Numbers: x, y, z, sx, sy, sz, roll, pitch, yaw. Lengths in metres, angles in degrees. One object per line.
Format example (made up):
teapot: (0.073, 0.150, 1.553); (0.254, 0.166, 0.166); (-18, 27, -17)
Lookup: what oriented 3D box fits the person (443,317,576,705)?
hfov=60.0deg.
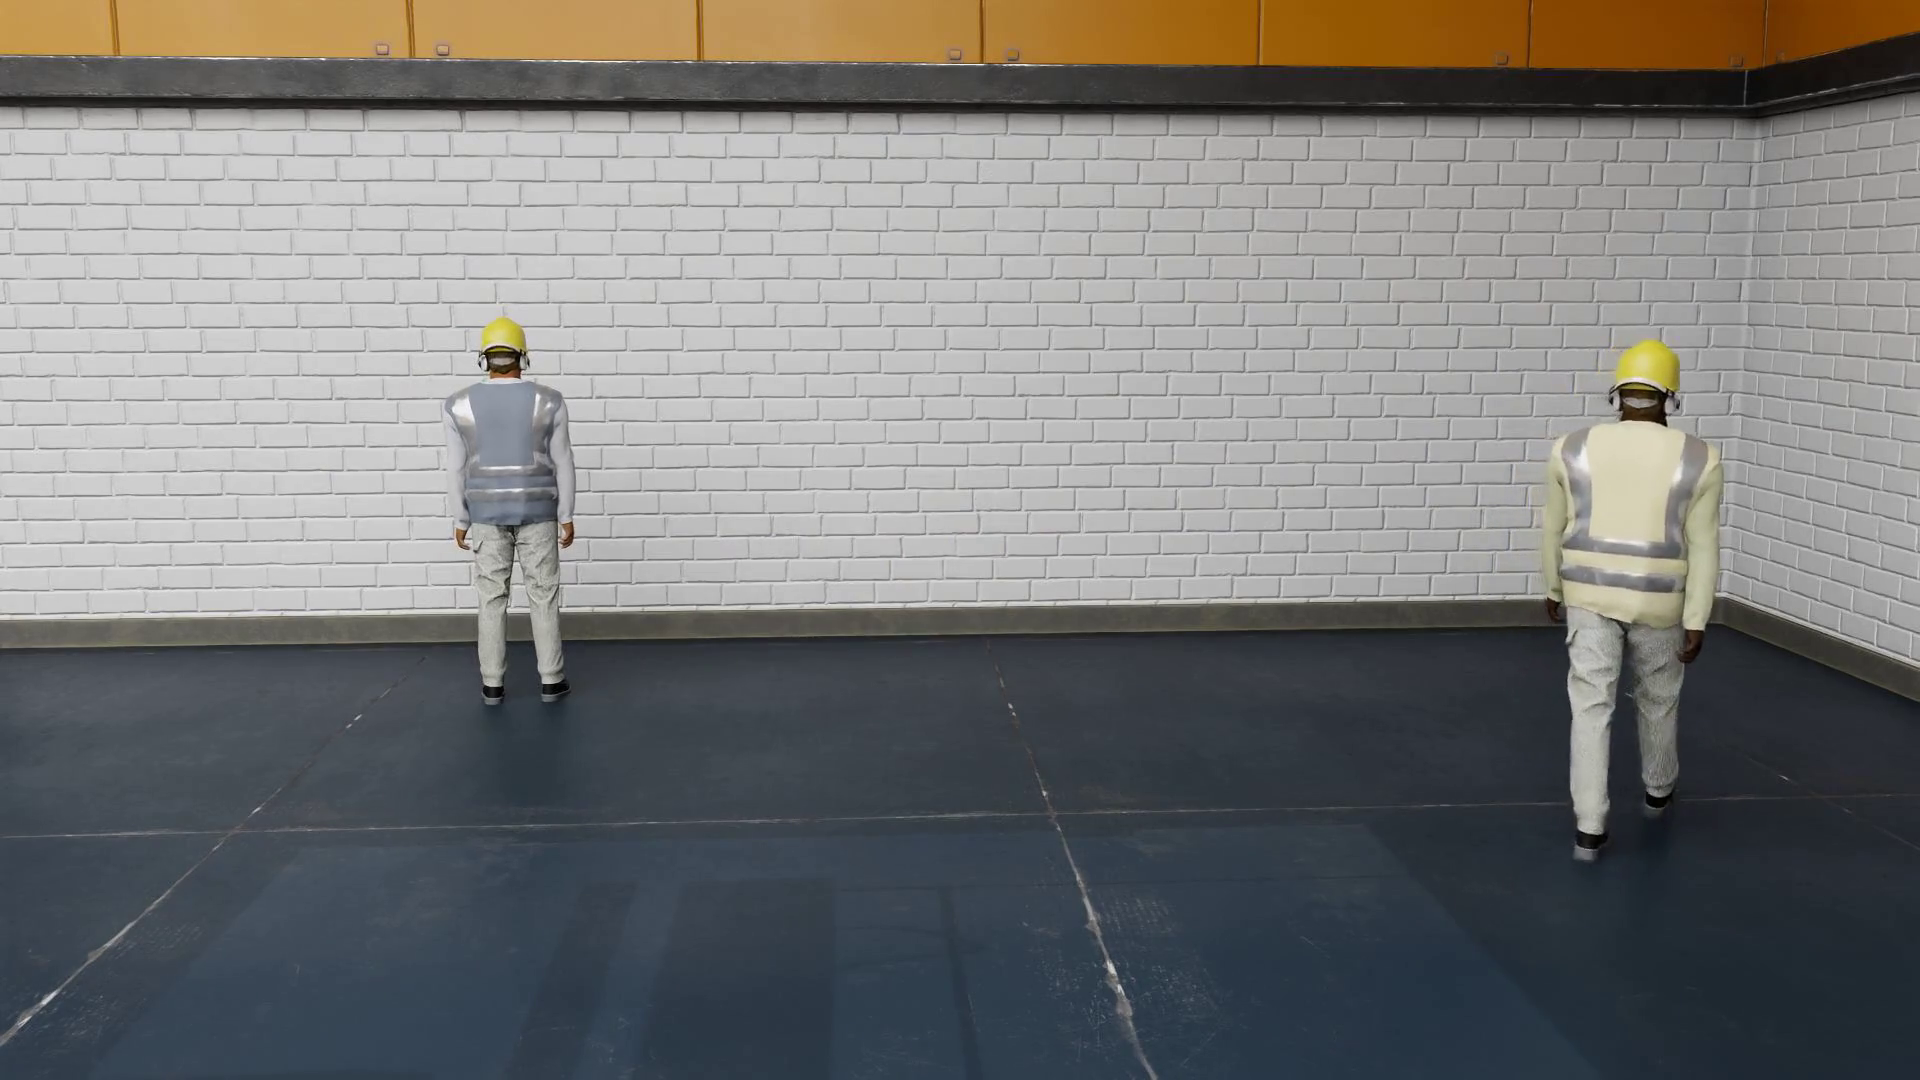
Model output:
person: (-2.104, -0.132, 7.845); (0.588, 1.830, 0.404); (-2, 9, -10)

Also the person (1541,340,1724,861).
person: (2.395, 0.187, 5.964); (0.598, 1.787, 0.914); (4, 10, 26)
